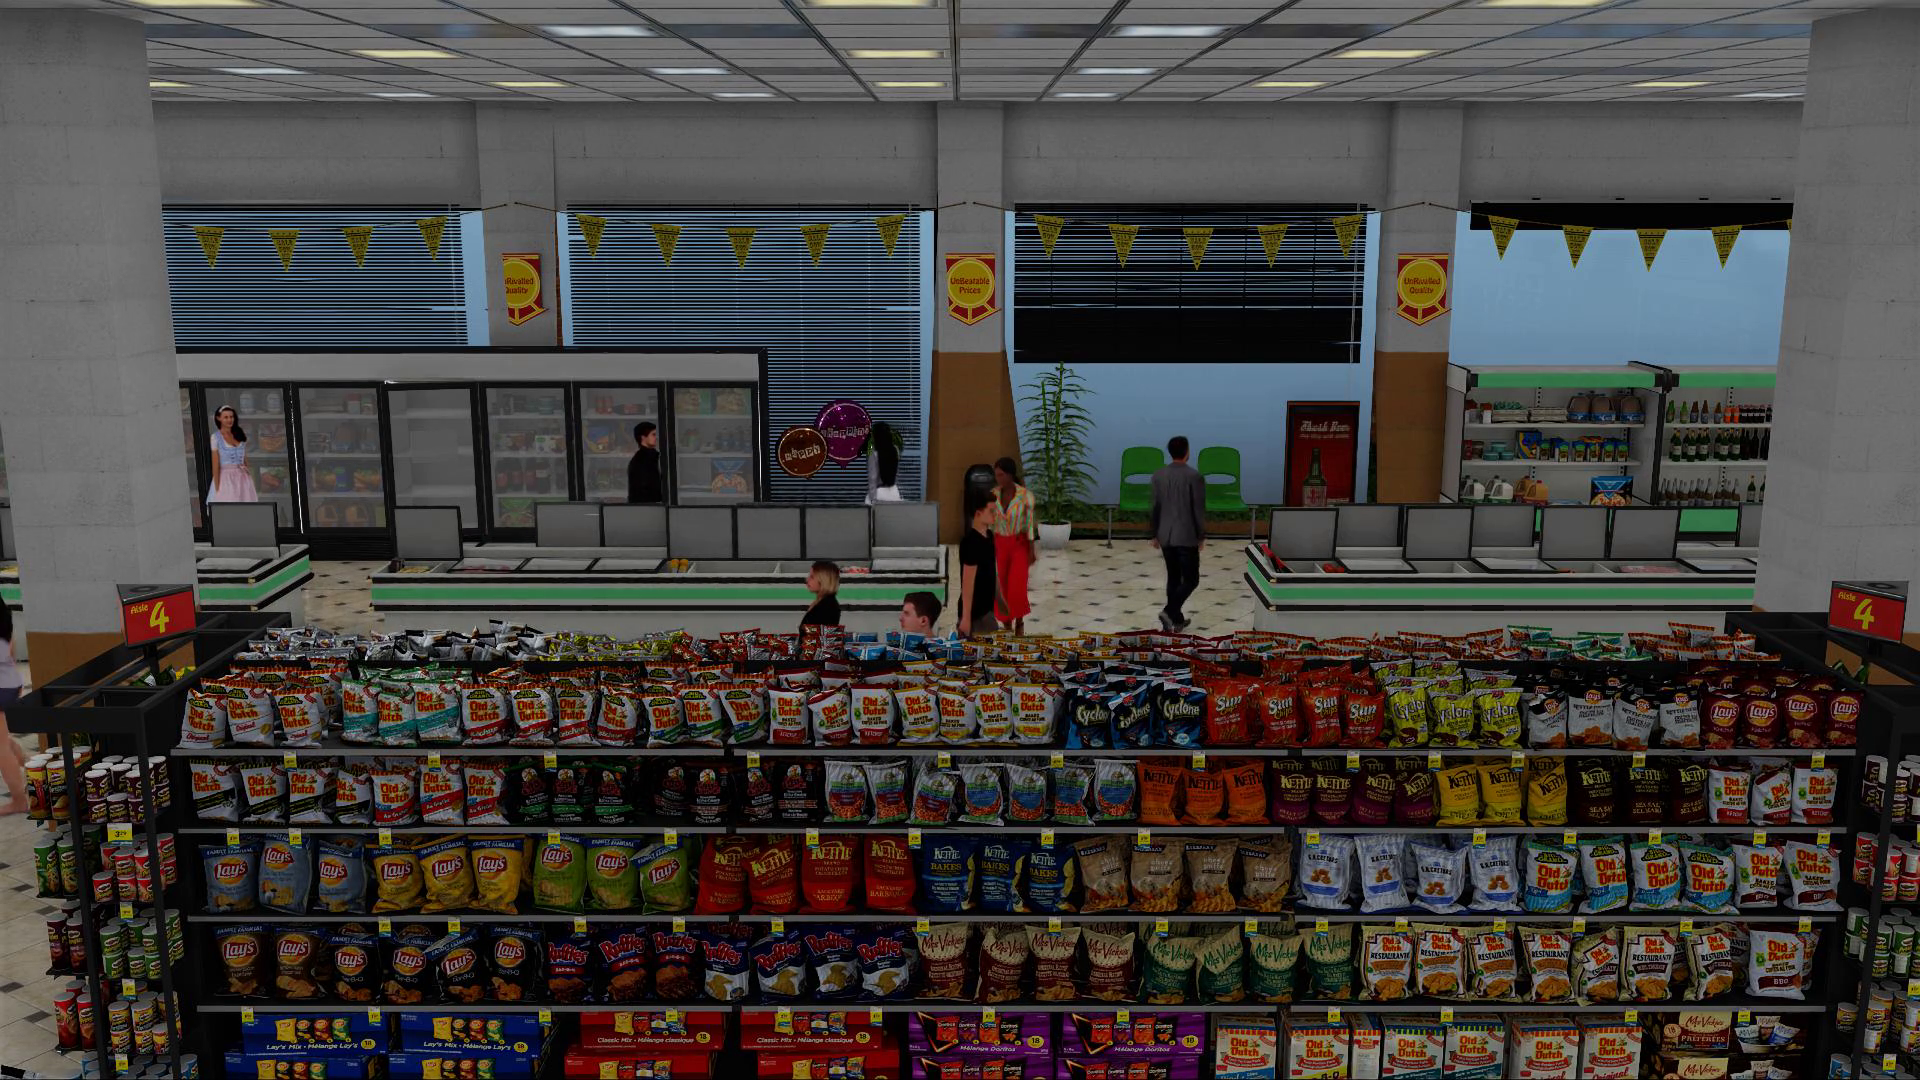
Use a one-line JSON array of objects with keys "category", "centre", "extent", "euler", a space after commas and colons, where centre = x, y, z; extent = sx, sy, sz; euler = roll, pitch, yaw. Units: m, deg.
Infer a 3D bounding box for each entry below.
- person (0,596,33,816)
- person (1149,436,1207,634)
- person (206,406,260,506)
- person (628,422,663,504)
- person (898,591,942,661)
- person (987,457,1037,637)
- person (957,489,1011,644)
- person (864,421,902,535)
[{"category": "person", "centre": [-6.225, 0.967, 10.871], "extent": [0.692, 1.697, 0.656], "euler": [-2, 12, -12]}, {"category": "person", "centre": [1.961, -0.002, 15.094], "extent": [1.118, 1.853, 1.117], "euler": [8, 14, 34]}, {"category": "person", "centre": [-7.752, -0.535, 17.716], "extent": [0.905, 1.816, 0.854], "euler": [8, 14, 34]}, {"category": "person", "centre": [-3.166, -0.240, 16.304], "extent": [0.804, 1.821, 0.745], "euler": [0, 12, -1]}, {"category": "person", "centre": [-0.199, 1.189, 9.445], "extent": [0.637, 1.851, 0.705], "euler": [-3, 12, -15]}, {"category": "person", "centre": [0.467, 0.146, 14.598], "extent": [0.761, 1.769, 0.788], "euler": [4, 13, 18]}, {"category": "person", "centre": [0.043, 0.531, 12.607], "extent": [0.982, 1.835, 0.712], "euler": [1, 12, 4]}, {"category": "person", "centre": [-0.731, -0.365, 17.217], "extent": [1.144, 1.688, 1.112], "euler": [-9, 15, -37]}]
